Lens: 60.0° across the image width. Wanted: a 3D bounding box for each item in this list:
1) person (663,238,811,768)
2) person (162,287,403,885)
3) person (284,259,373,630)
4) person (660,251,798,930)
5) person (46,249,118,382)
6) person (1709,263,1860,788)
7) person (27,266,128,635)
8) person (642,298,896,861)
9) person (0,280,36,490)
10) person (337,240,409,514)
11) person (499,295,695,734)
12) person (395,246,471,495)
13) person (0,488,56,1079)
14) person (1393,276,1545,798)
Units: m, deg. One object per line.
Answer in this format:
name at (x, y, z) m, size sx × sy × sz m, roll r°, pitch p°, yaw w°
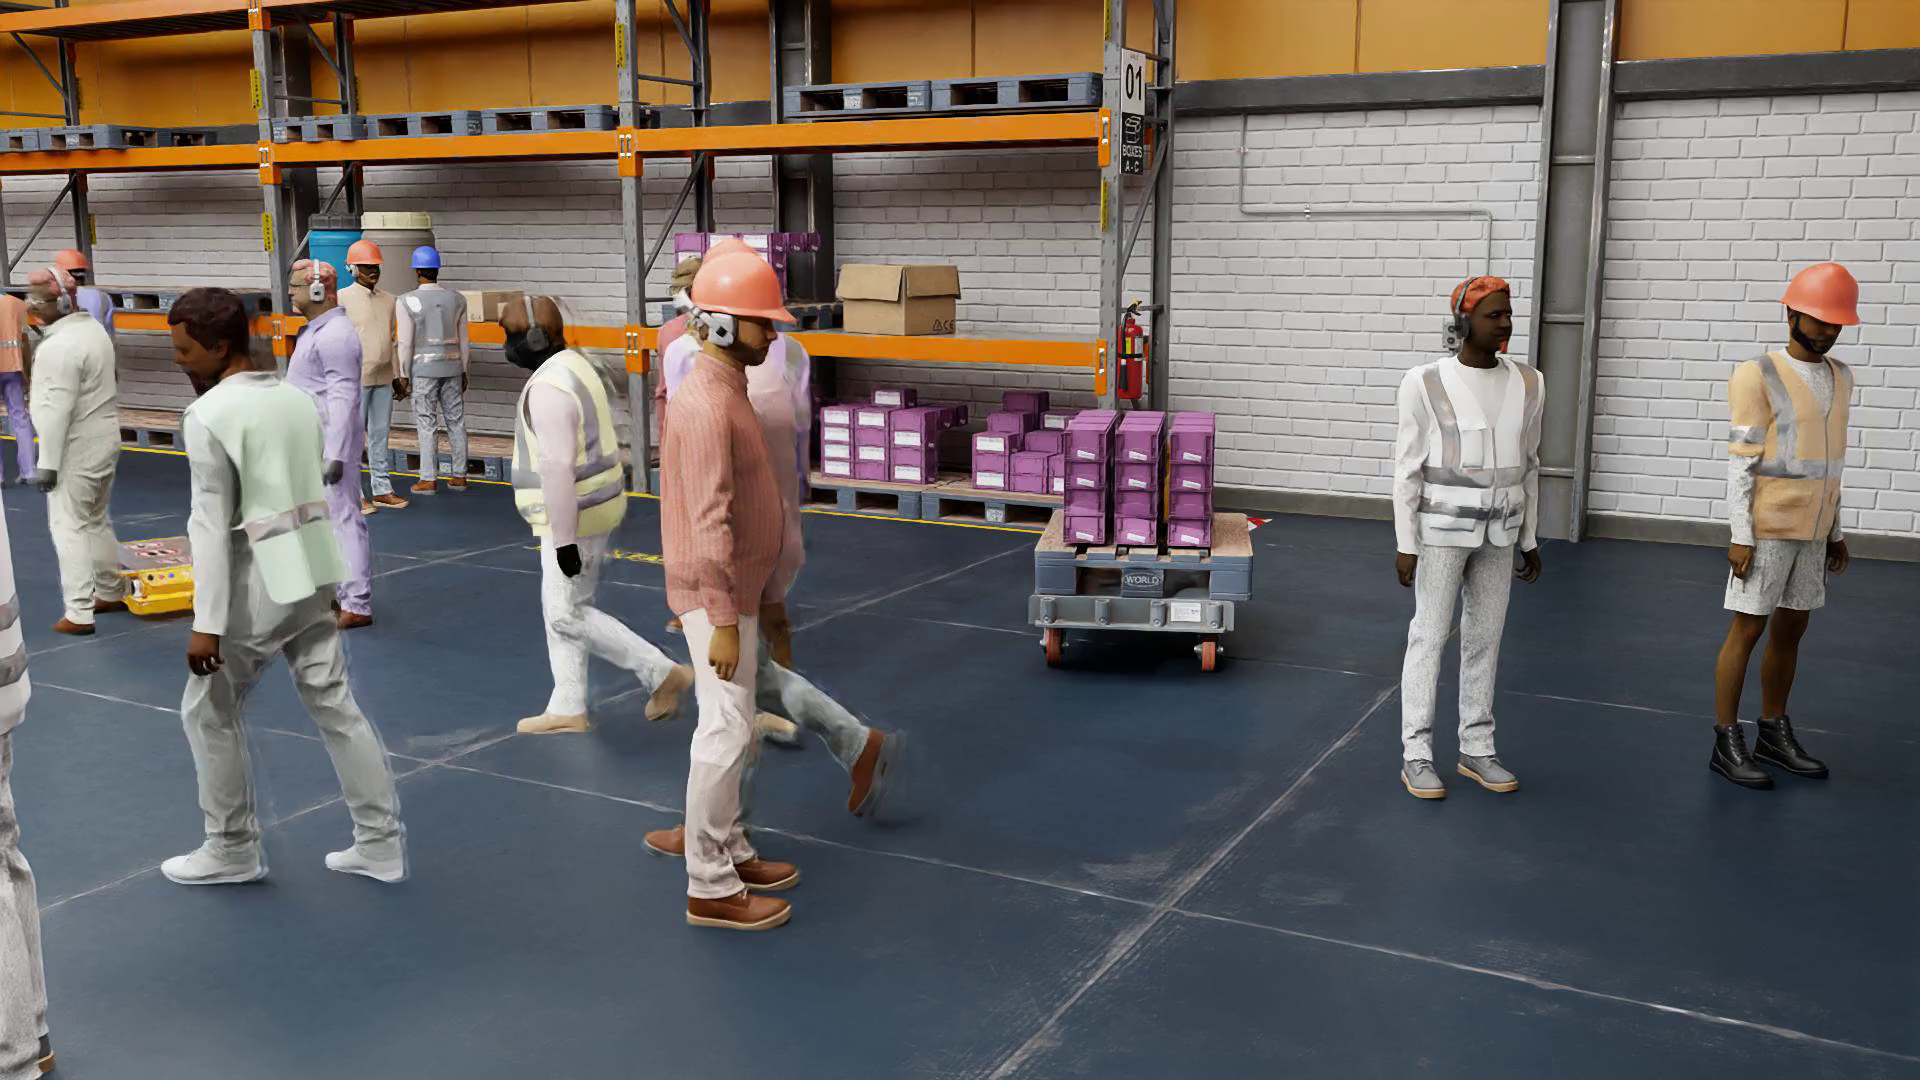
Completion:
person at (-0.857, -0.145, 6.459) m, size 0.608 × 2.017 × 0.534 m, roll -8°, pitch 13°, yaw -36°
person at (-2.161, 0.172, 5.090) m, size 0.814 × 1.868 × 0.660 m, roll 2°, pitch 10°, yaw 10°
person at (-3.281, -0.486, 8.604) m, size 0.404 × 1.911 × 0.636 m, roll -5°, pitch 11°, yaw -25°
person at (-0.670, 0.156, 4.884) m, size 0.403 × 1.982 × 0.628 m, roll -1°, pitch 10°, yaw -5°
person at (-7.431, -1.498, 14.117) m, size 0.389 × 1.926 × 0.583 m, roll 9°, pitch 14°, yaw 41°
person at (3.074, -0.047, 6.143) m, size 0.542 × 1.928 × 0.374 m, roll -4°, pitch 11°, yaw -22°
person at (-4.559, -0.465, 8.589) m, size 0.400 × 1.882 × 0.680 m, roll -2°, pitch 11°, yaw -11°
person at (-0.625, 0.091, 5.454) m, size 0.817 × 1.912 × 0.636 m, roll -3°, pitch 11°, yaw -17°
person at (-7.733, -1.321, 13.383) m, size 0.384 × 1.836 × 0.565 m, roll 6°, pitch 12°, yaw 29°
person at (-4.357, -1.200, 12.273) m, size 0.384 × 1.996 × 0.610 m, roll 6°, pitch 12°, yaw 28°
person at (-1.465, -0.073, 6.649) m, size 0.660 × 1.811 × 0.637 m, roll -1°, pitch 10°, yaw -3°
person at (-4.143, -1.329, 13.109) m, size 0.385 × 1.948 × 0.603 m, roll 10°, pitch 14°, yaw 43°
person at (-2.289, 0.411, 3.749) m, size 0.341 × 1.882 × 0.587 m, roll -4°, pitch 11°, yaw -22°
person at (1.842, -0.005, 6.029) m, size 0.581 × 1.884 × 0.351 m, roll -3°, pitch 11°, yaw -15°
